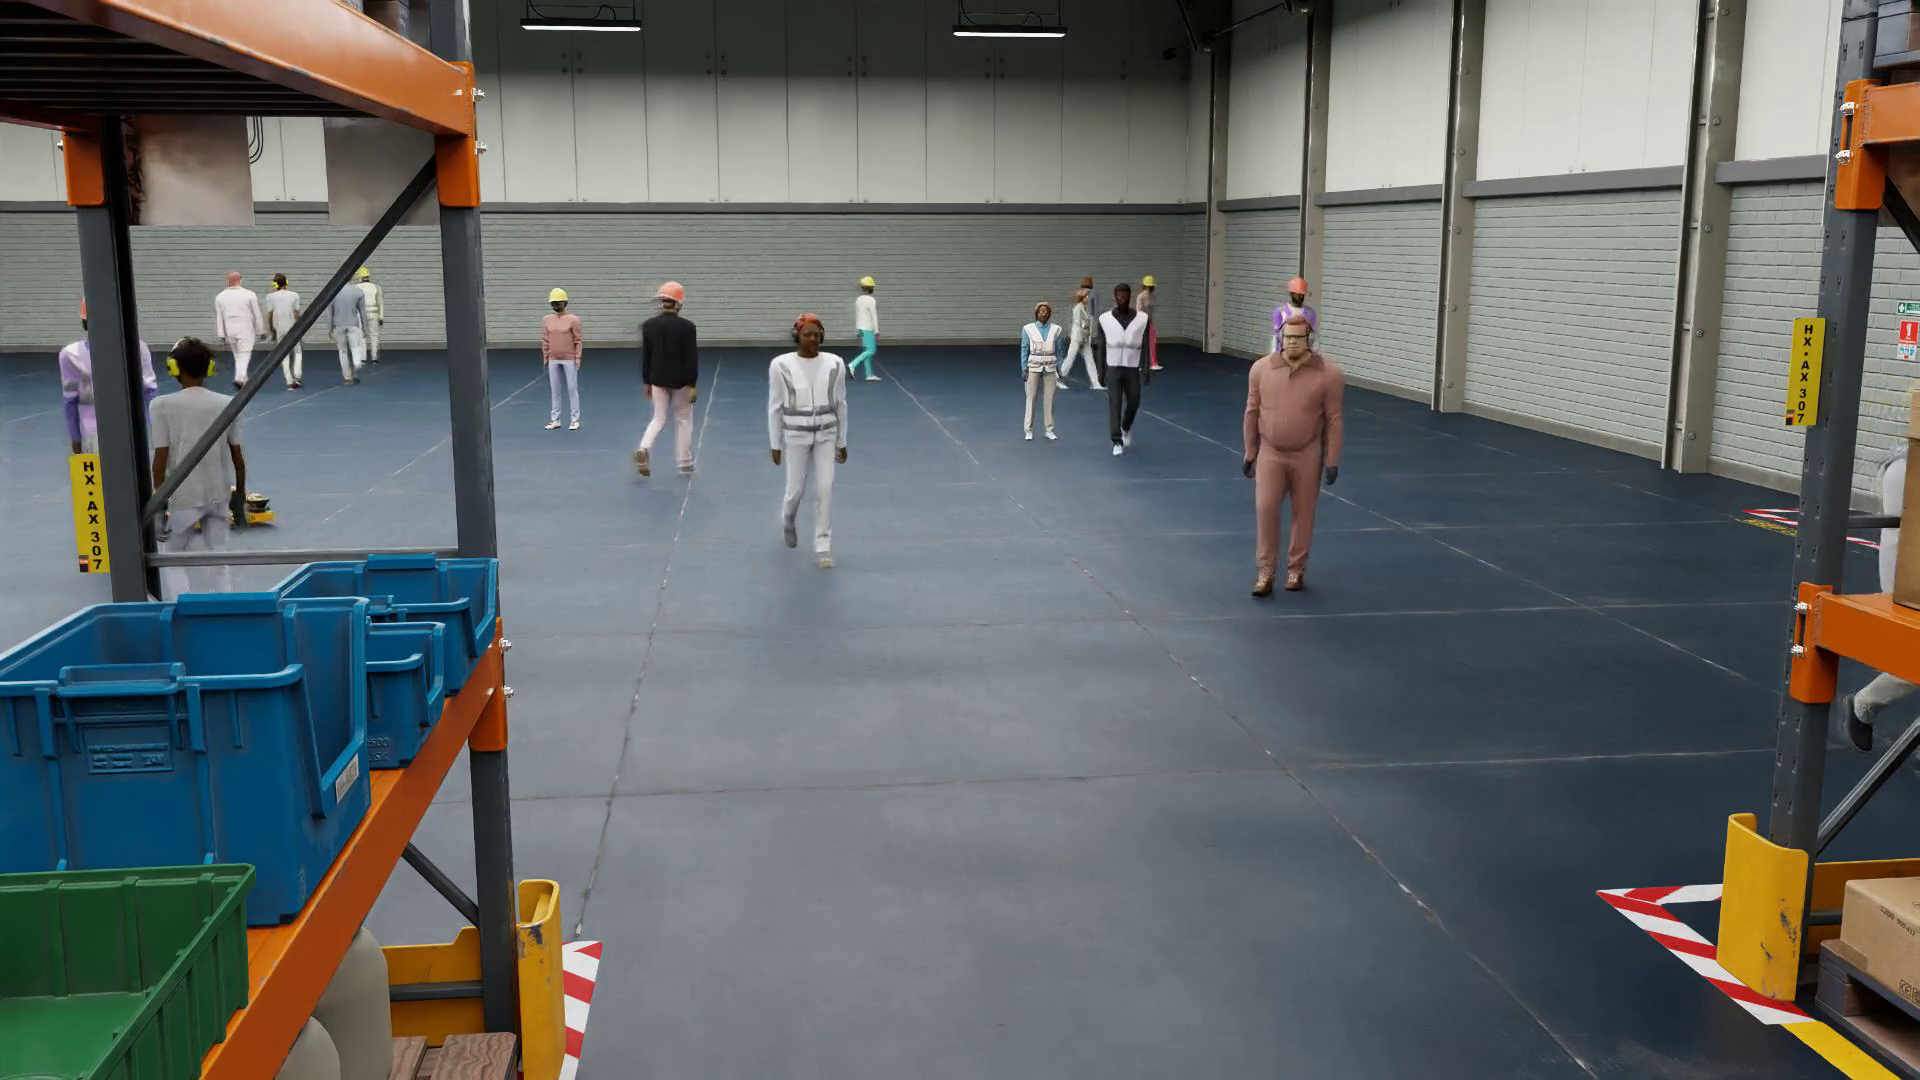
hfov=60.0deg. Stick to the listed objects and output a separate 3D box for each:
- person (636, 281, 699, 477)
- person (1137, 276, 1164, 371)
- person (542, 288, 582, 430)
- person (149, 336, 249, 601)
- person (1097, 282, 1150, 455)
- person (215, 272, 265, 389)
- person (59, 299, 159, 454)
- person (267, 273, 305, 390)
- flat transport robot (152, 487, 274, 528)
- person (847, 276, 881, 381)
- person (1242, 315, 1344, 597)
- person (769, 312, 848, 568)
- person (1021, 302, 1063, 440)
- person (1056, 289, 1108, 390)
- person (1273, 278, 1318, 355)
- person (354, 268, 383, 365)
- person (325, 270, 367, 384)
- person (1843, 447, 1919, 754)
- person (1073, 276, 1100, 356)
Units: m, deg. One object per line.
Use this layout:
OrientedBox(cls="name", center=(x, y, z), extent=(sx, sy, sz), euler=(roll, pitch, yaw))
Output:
OrientedBox(cls="person", center=(-2.924, -1.588, 16.597), extent=(0.624, 1.968, 0.832), euler=(4, 11, 19))
OrientedBox(cls="person", center=(3.347, -3.869, 29.784), extent=(0.533, 1.694, 0.867), euler=(-9, 14, -40))
OrientedBox(cls="person", center=(-4.971, -2.253, 20.776), extent=(0.526, 1.768, 0.331), euler=(2, 11, 13))
OrientedBox(cls="person", center=(-4.255, -0.200, 9.278), extent=(0.575, 1.853, 0.455), euler=(-10, 14, -44))
OrientedBox(cls="person", center=(1.813, -1.920, 18.567), extent=(0.597, 1.904, 0.633), euler=(0, 10, -1))
OrientedBox(cls="person", center=(-11.309, -3.254, 26.045), extent=(0.659, 1.867, 0.924), euler=(0, 10, 2))
OrientedBox(cls="person", center=(-6.201, -0.807, 12.219), extent=(0.637, 1.987, 1.026), euler=(-7, 12, -33))
OrientedBox(cls="person", center=(-10.611, -3.293, 26.285), extent=(0.552, 1.839, 0.531), euler=(-1, 10, -7))
OrientedBox(cls="flat transport robot", center=(-6.459, -0.313, 14.243), extent=(0.652, 0.197, 1.431), euler=(-9, 13, -40))
OrientedBox(cls="person", center=(-1.591, -3.494, 27.600), extent=(0.644, 1.746, 0.535), euler=(-6, 12, -31))
OrientedBox(cls="person", center=(2.200, -0.548, 11.103), extent=(0.680, 1.876, 0.814), euler=(3, 11, 18))
OrientedBox(cls="person", center=(-1.131, -0.749, 12.289), extent=(0.582, 1.866, 0.666), euler=(-3, 11, -18))
OrientedBox(cls="person", center=(0.971, -2.003, 19.754), extent=(0.511, 1.641, 0.309), euler=(-2, 11, -11))
OrientedBox(cls="person", center=(1.879, -3.150, 26.170), extent=(0.878, 1.595, 0.524), euler=(5, 11, 25))
OrientedBox(cls="person", center=(4.260, -2.383, 21.191), extent=(0.557, 1.885, 1.045), euler=(-2, 10, -9))
OrientedBox(cls="person", center=(-11.186, -4.200, 31.339), extent=(0.640, 1.812, 0.403), euler=(-8, 13, -37))
OrientedBox(cls="person", center=(-9.960, -3.463, 27.018), extent=(0.634, 1.918, 0.685), euler=(-5, 11, -24))
OrientedBox(cls="person", center=(4.271, 0.178, 7.299), extent=(0.610, 1.818, 0.555), euler=(-2, 11, -13))
OrientedBox(cls="person", center=(2.526, -4.462, 33.265), extent=(0.534, 1.621, 0.335), euler=(1, 10, 7))
